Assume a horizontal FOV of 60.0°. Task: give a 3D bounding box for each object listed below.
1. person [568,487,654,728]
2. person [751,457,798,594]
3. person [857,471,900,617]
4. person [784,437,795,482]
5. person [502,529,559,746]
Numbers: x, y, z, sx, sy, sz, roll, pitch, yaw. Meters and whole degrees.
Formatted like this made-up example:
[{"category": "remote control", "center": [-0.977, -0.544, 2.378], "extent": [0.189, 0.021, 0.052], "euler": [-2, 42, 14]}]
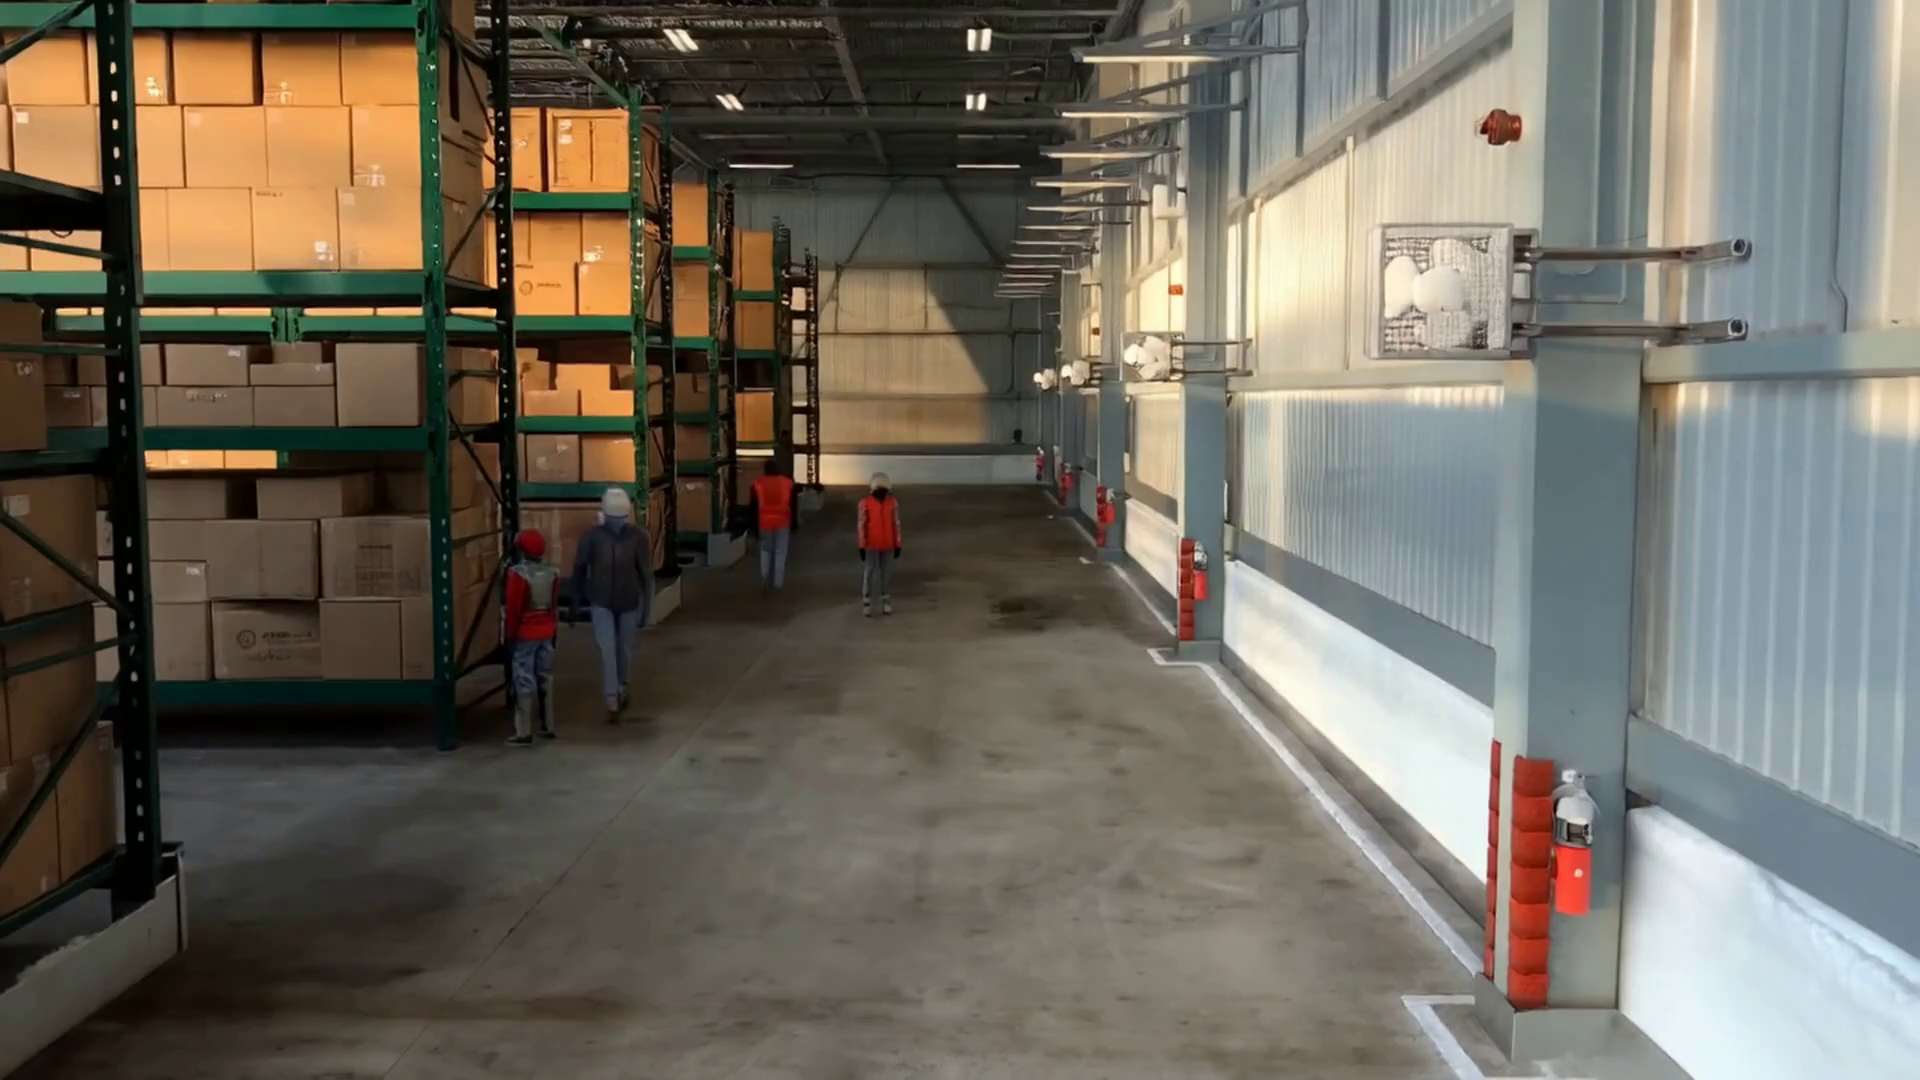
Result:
[{"category": "person", "center": [-2.852, 0.506, 13.577], "extent": [0.680, 1.925, 1.031], "euler": [-2, 5, -21]}, {"category": "person", "center": [-2.487, -0.205, 22.363], "extent": [0.621, 1.823, 0.696], "euler": [0, 5, -3]}, {"category": "person", "center": [-0.958, 0.050, 19.859], "extent": [0.564, 1.745, 0.349], "euler": [-3, 6, -31]}, {"category": "person", "center": [-3.903, -1.486, 37.775], "extent": [0.292, 1.745, 0.487], "euler": [1, 5, 10]}, {"category": "person", "center": [-3.232, 0.732, 12.578], "extent": [0.315, 1.630, 0.528], "euler": [3, 6, 30]}]
